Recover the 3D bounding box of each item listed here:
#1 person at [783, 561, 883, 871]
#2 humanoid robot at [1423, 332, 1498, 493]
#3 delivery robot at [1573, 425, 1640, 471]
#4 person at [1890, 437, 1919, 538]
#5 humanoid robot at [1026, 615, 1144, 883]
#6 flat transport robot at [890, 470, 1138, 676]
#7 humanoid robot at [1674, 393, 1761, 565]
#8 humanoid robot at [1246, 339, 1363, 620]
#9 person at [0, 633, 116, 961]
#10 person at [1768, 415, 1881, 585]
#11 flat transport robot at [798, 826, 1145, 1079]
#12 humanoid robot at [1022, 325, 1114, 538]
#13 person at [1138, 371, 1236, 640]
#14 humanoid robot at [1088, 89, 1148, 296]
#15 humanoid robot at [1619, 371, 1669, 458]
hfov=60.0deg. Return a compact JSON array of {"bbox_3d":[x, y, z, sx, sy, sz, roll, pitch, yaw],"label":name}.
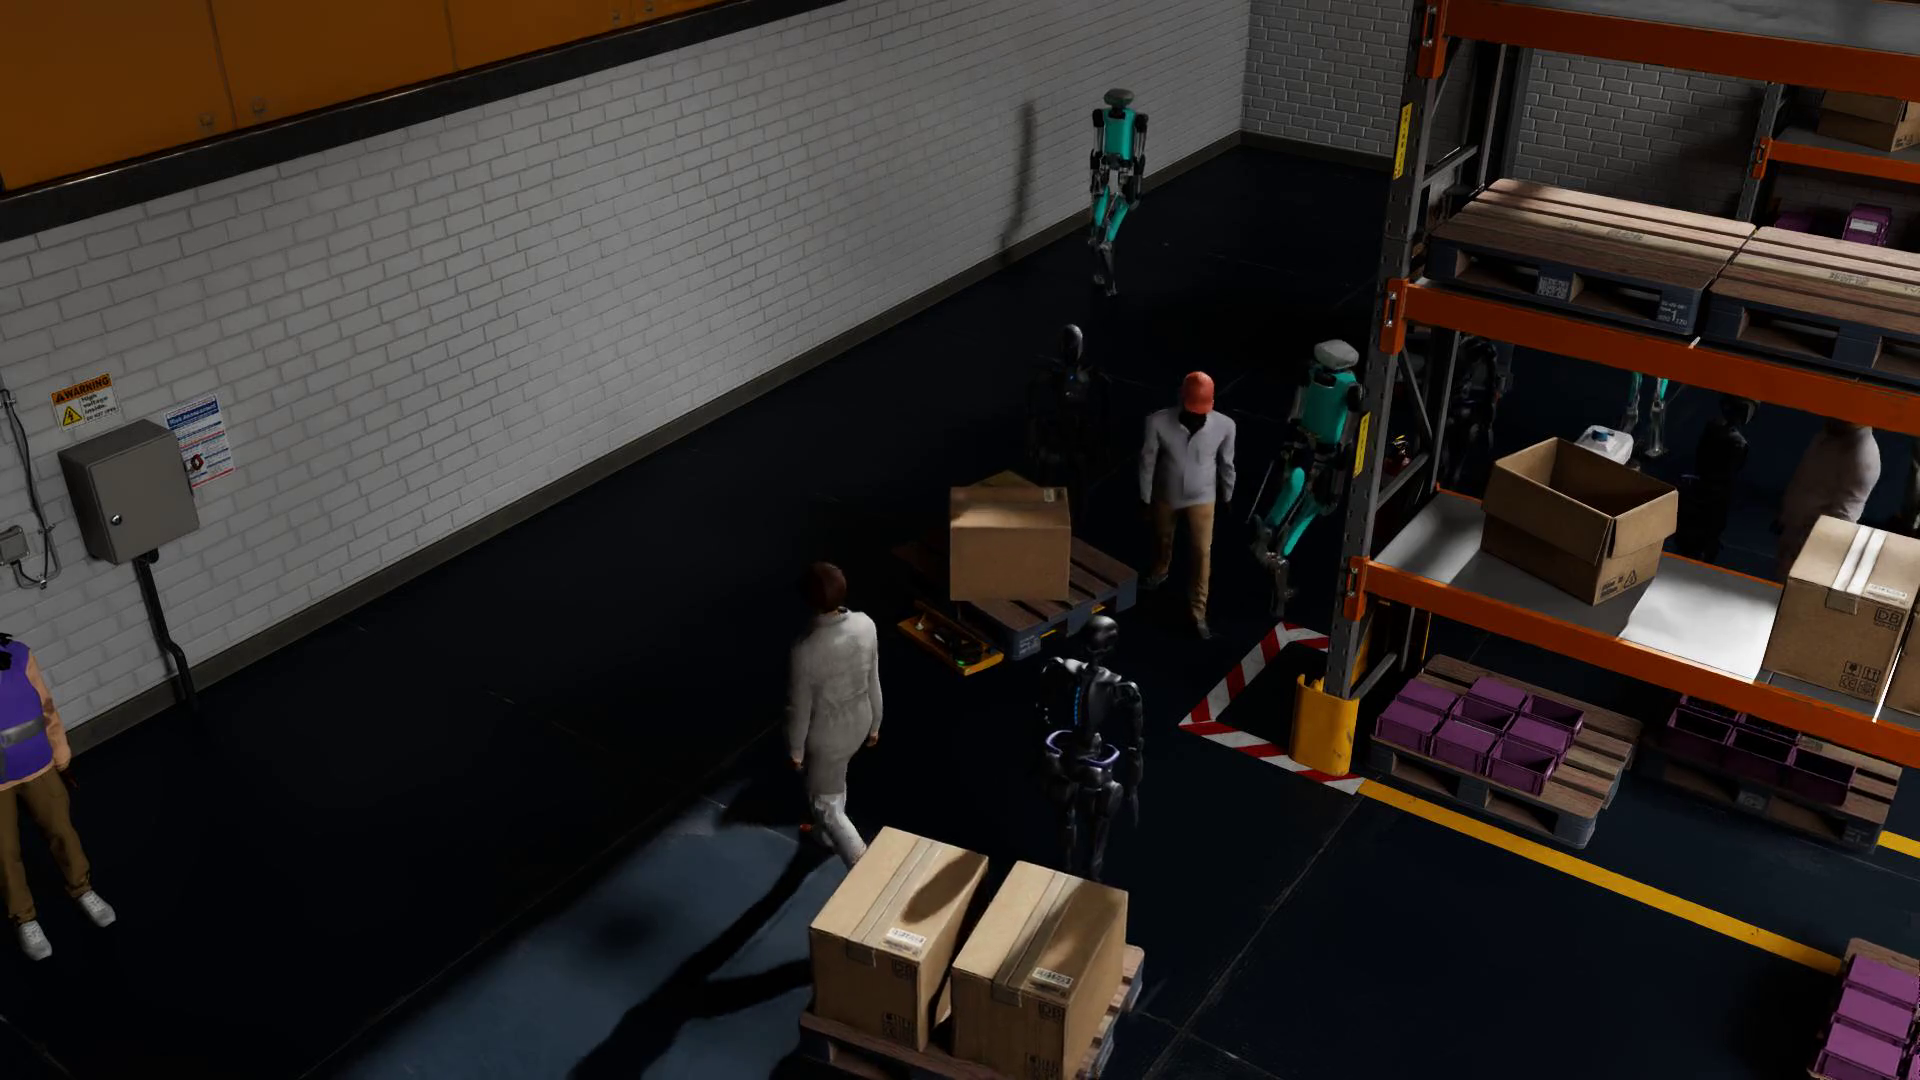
[{"bbox_3d":[-0.575,0.927,7.910,0.527,1.803,0.812,-26,39,-37],"label":"person"},{"bbox_3d":[3.365,-0.861,11.128,0.594,1.643,0.601,-21,36,-32],"label":"humanoid robot"},{"bbox_3d":[4.430,-0.523,11.631,0.499,0.566,0.739,20,35,30],"label":"delivery robot"},{"bbox_3d":[6.486,-0.822,10.872,0.567,1.869,0.505,7,31,12],"label":"person"},{"bbox_3d":[0.568,1.083,7.765,0.608,1.636,0.606,16,34,26],"label":"humanoid robot"},{"bbox_3d":[0.369,0.393,10.358,1.431,0.231,0.659,-23,37,-34],"label":"flat transport robot"},{"bbox_3d":[4.383,-0.163,9.923,0.429,1.635,0.589,4,30,6],"label":"humanoid robot"},{"bbox_3d":[2.012,-0.305,10.140,0.762,1.809,0.530,-19,35,-30],"label":"humanoid robot"},{"bbox_3d":[-4.334,1.046,7.575,0.527,1.924,0.433,-25,38,-36],"label":"person"},{"bbox_3d":[4.805,-0.031,9.464,0.487,1.891,0.668,7,31,12],"label":"person"},{"bbox_3d":[0.063,2.180,7.257,0.659,0.231,1.431,13,32,21],"label":"flat transport robot"},{"bbox_3d":[0.698,-0.620,10.709,0.591,1.653,0.353,-1,30,-2],"label":"humanoid robot"},{"bbox_3d":[1.371,-0.311,10.150,0.593,1.696,0.802,4,30,7],"label":"person"},{"bbox_3d":[1.295,-3.055,14.907,0.577,1.817,0.814,17,34,27],"label":"humanoid robot"},{"bbox_3d":[4.999,-1.323,11.924,0.532,1.815,0.848,11,32,18],"label":"humanoid robot"}]
